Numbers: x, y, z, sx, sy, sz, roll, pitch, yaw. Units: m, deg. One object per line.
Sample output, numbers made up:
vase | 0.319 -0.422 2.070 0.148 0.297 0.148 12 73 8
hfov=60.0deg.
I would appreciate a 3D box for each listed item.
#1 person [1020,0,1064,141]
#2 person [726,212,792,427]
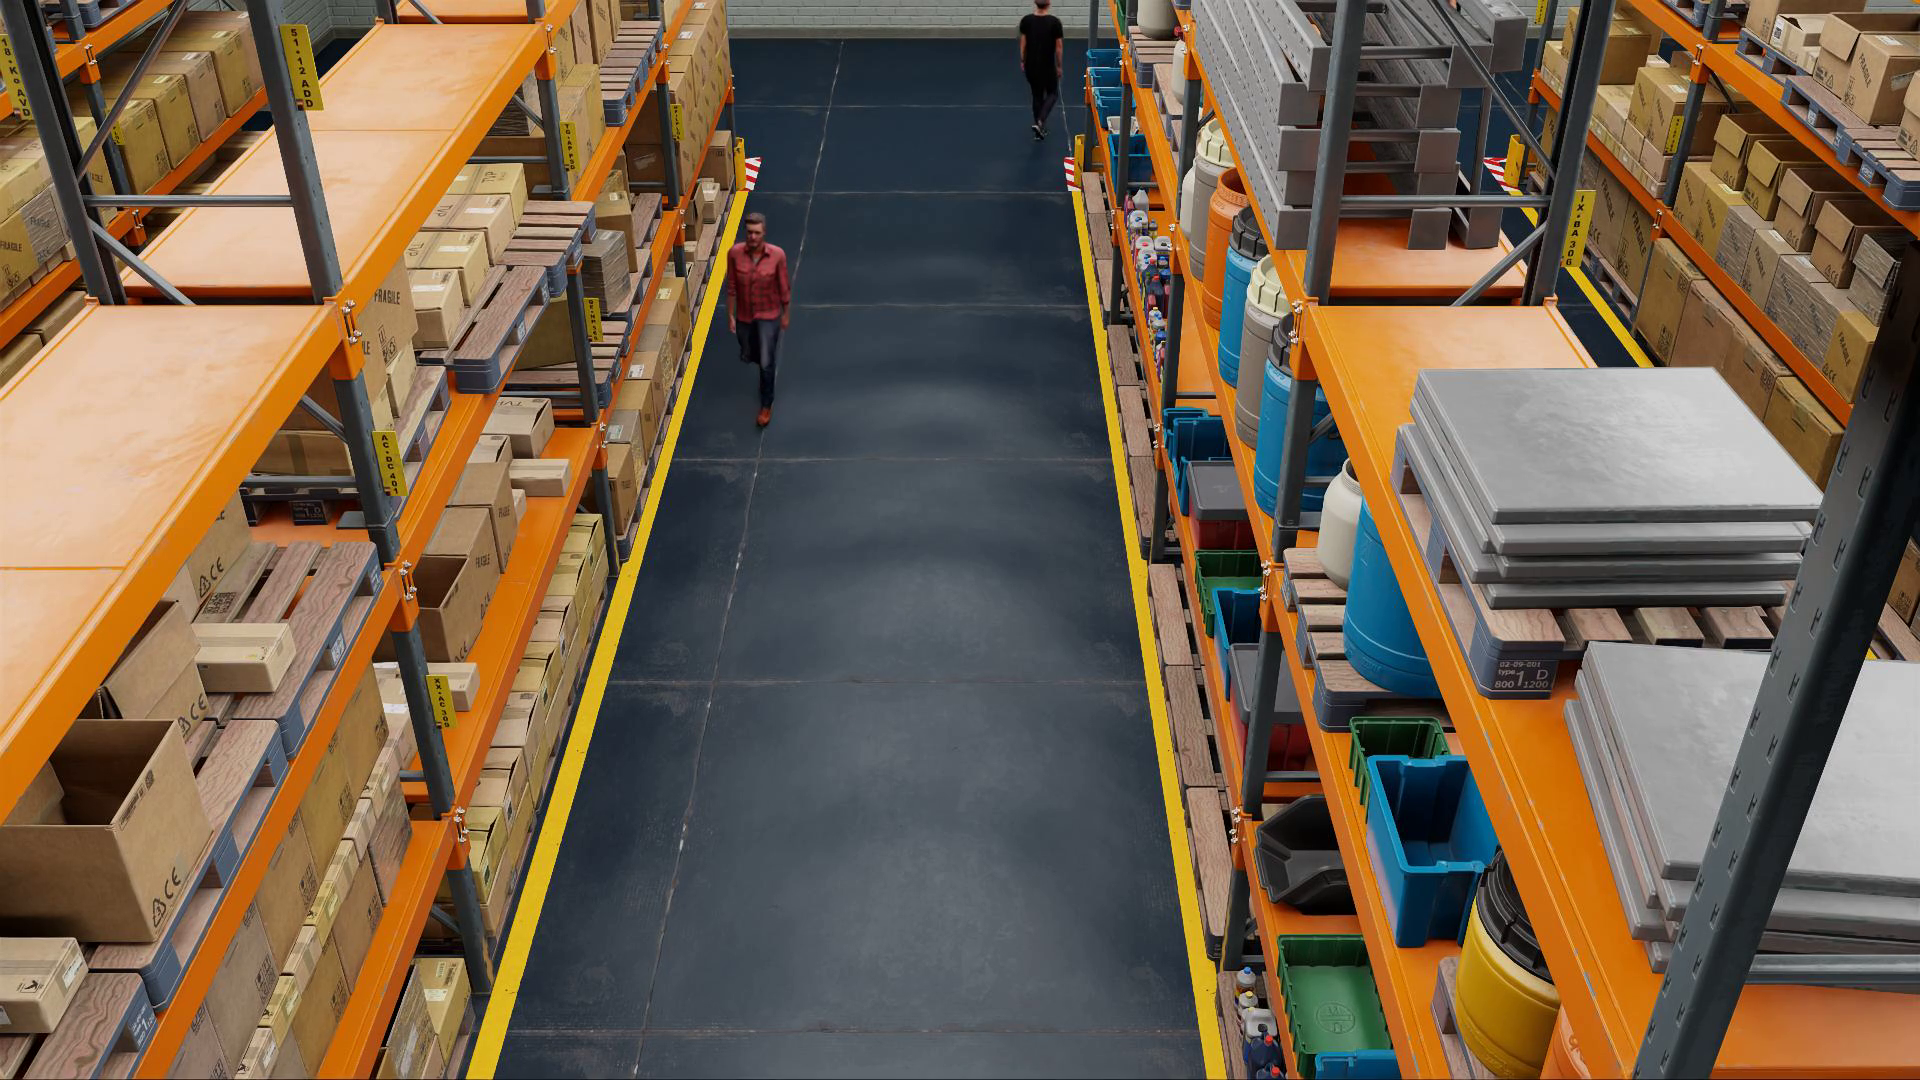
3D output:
person | 0.950 -5.622 19.730 0.858 1.856 0.959 13 35 18
person | -1.700 -1.939 14.111 0.776 1.808 1.128 3 33 4
